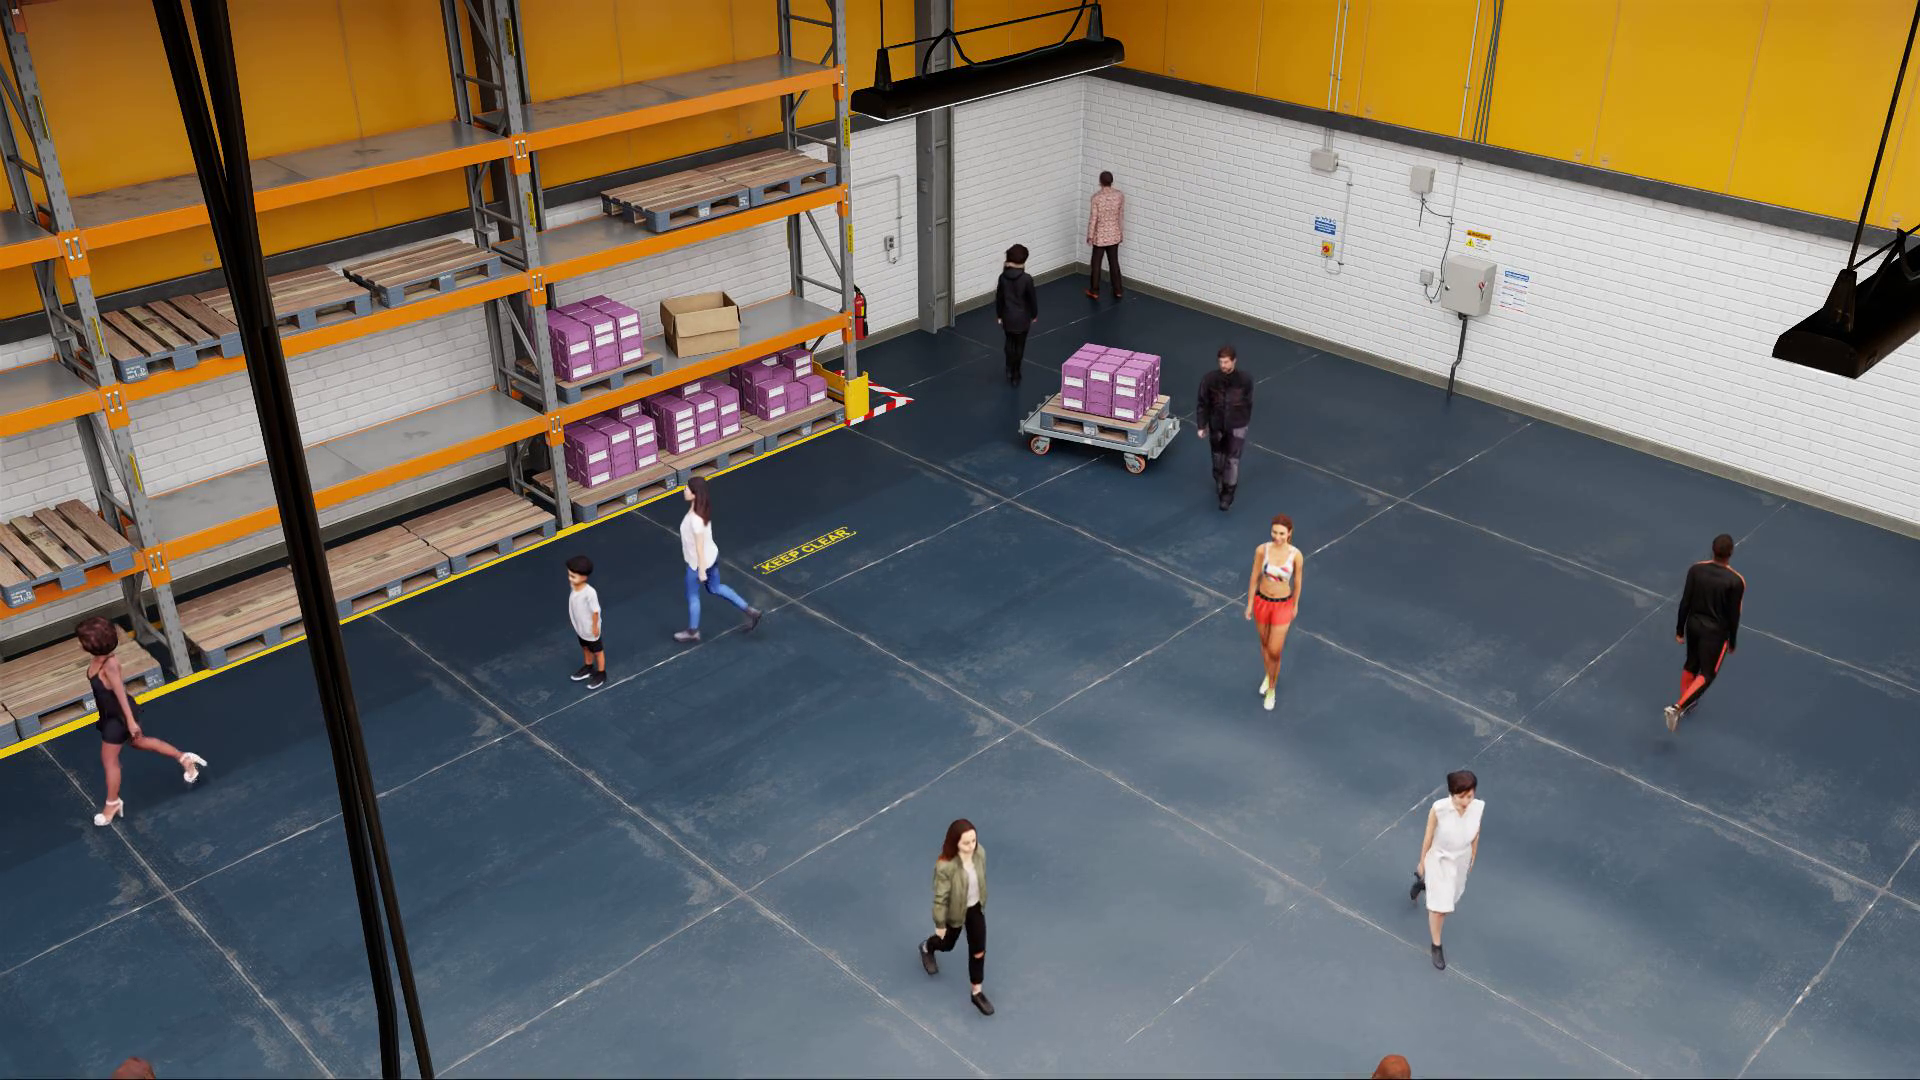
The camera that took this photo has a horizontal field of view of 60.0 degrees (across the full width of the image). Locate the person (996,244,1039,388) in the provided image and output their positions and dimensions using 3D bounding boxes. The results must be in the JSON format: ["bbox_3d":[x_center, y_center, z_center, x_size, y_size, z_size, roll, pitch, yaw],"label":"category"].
[{"bbox_3d":[0.662,-2.691,20.188,0.747,1.762,0.788,10,30,18],"label":"person"}]

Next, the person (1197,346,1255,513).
[{"bbox_3d":[2.830,-1.238,17.506,1.095,1.779,1.262,5,29,9],"label":"person"}]

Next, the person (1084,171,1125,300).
[{"bbox_3d":[2.003,-4.197,22.873,0.903,1.836,0.934,-8,30,-15],"label":"person"}]

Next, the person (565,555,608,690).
[{"bbox_3d":[-3.255,0.693,14.511,0.500,1.257,0.489,22,36,35],"label":"person"}]

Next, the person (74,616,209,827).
[{"bbox_3d":[-6.381,1.336,12.813,1.145,1.754,0.699,-18,33,-29],"label":"person"}]

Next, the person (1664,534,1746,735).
[{"bbox_3d":[6.143,0.796,13.766,1.014,1.790,0.667,-23,36,-36],"label":"person"}]

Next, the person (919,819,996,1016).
[{"bbox_3d":[-0.043,2.441,11.100,0.940,1.454,0.757,-19,34,-31],"label":"person"}]

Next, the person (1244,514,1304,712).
[{"bbox_3d":[2.707,0.535,14.261,0.709,1.775,0.833,13,31,22],"label":"person"}]

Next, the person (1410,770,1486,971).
[{"bbox_3d":[3.346,2.178,11.507,0.966,1.527,0.953,-4,29,-7],"label":"person"}]

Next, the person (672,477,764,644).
[{"bbox_3d":[-2.214,0.213,14.969,1.090,1.661,1.063,2,29,3],"label":"person"}]
